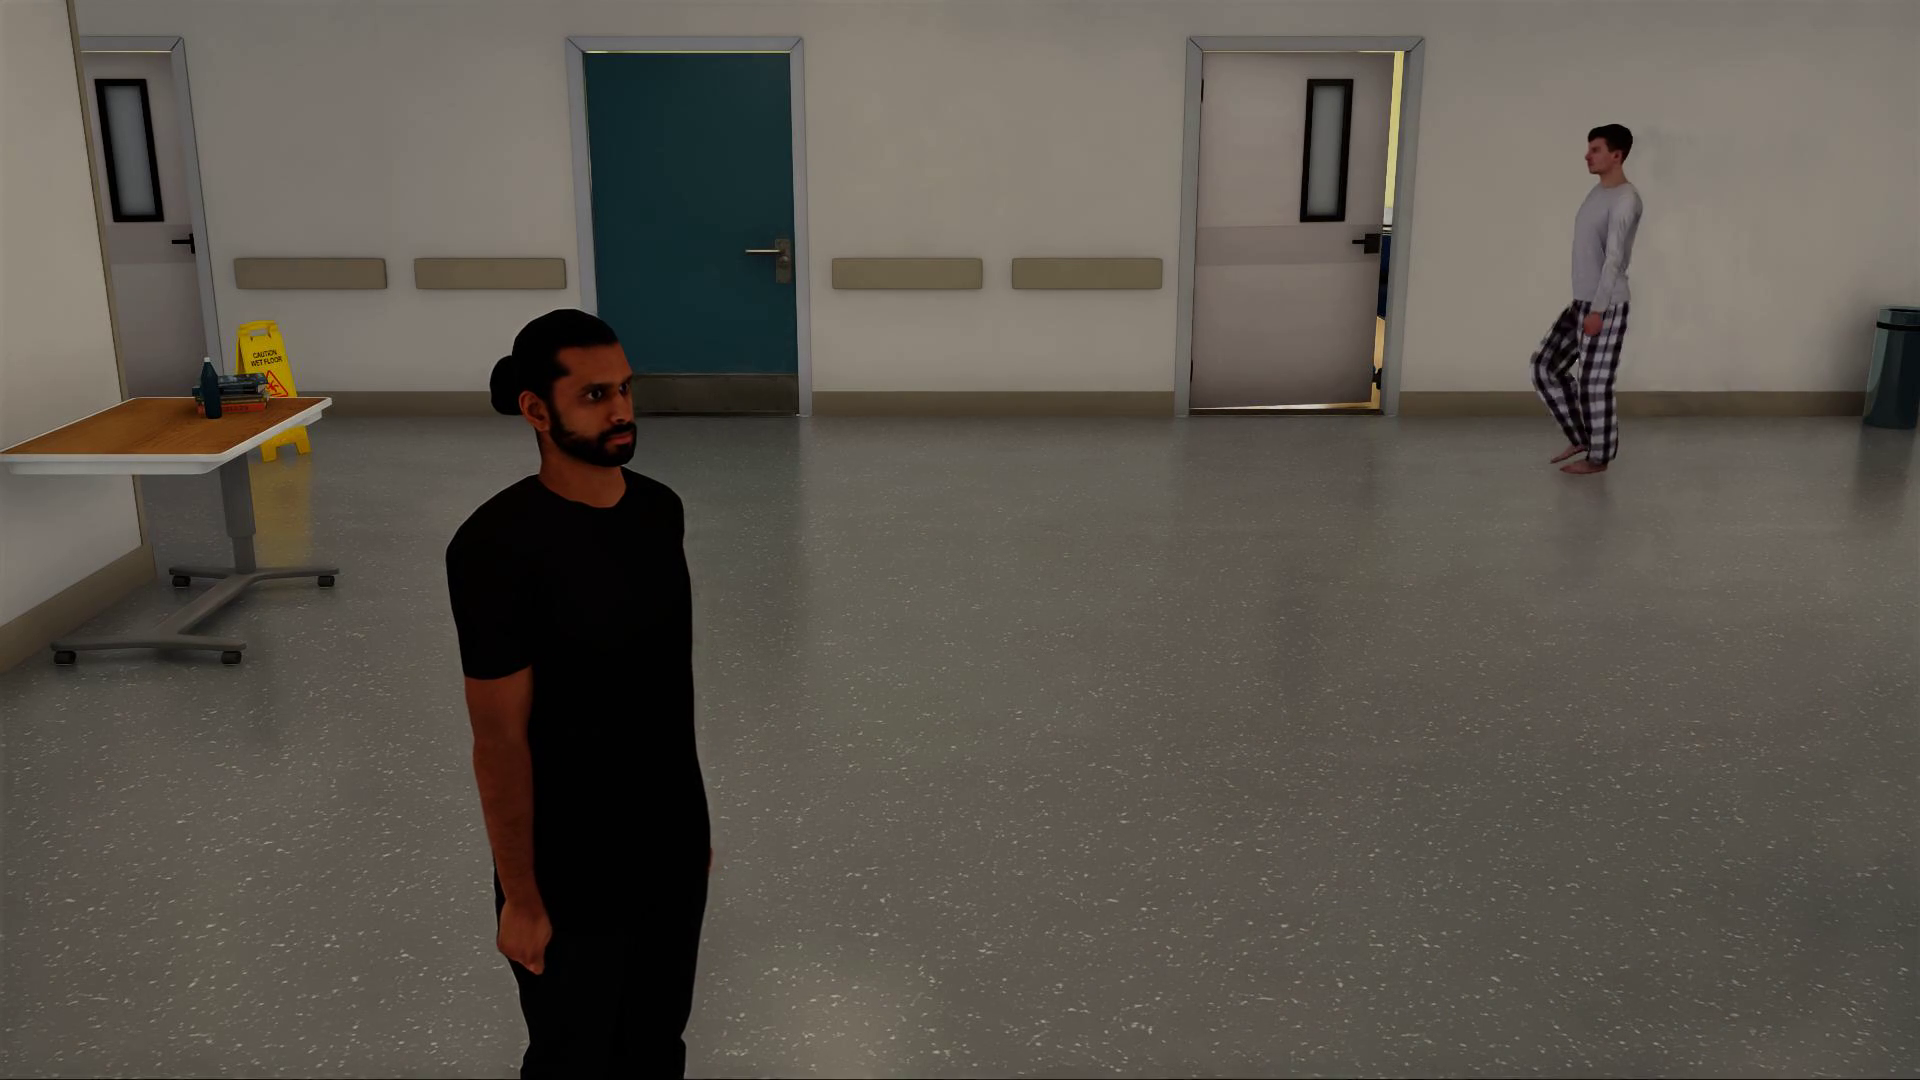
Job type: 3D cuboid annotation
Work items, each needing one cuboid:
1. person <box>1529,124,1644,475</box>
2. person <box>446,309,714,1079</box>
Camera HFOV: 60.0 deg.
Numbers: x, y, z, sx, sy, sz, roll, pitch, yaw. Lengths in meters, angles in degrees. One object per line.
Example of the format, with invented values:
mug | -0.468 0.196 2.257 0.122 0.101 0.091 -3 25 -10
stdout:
person | 3.459 -1.253 8.806 0.665 1.839 0.638 0 16 -2
person | -0.596 0.497 2.748 0.731 1.758 0.721 8 18 27
